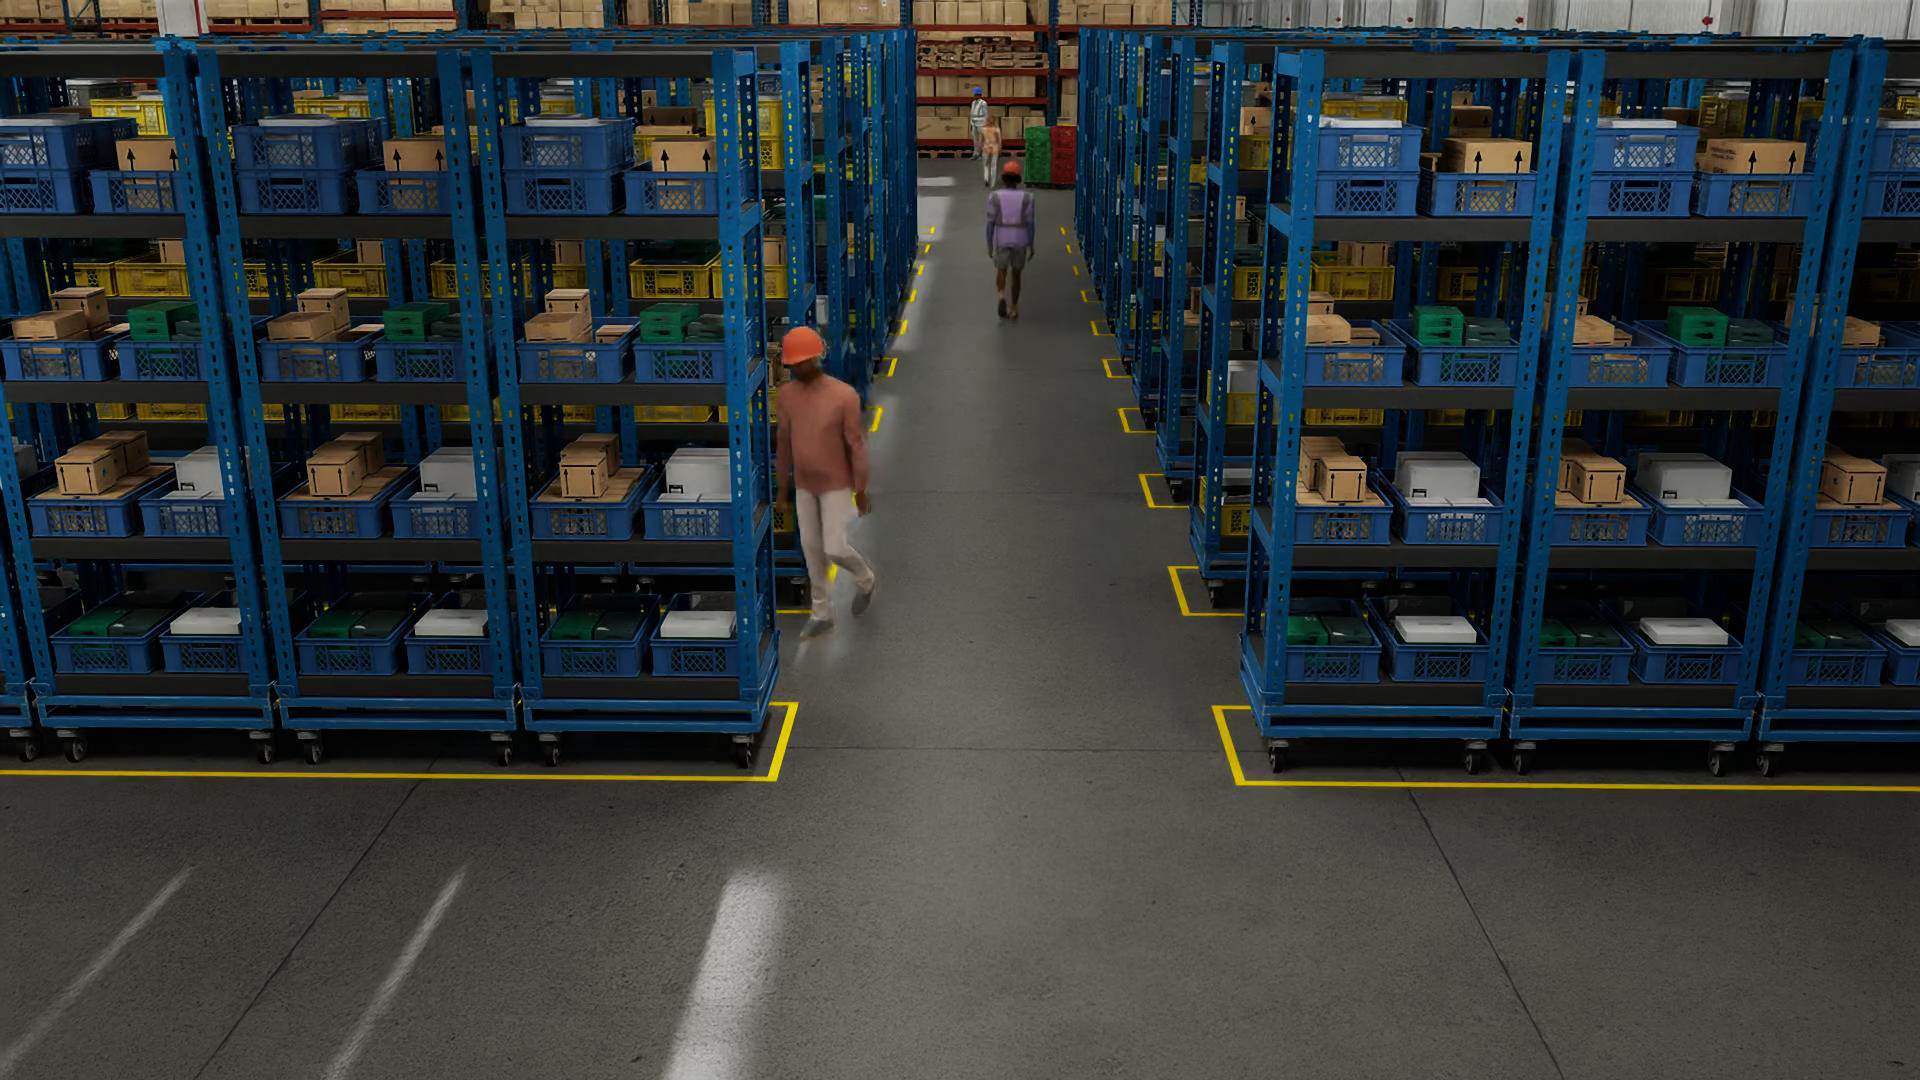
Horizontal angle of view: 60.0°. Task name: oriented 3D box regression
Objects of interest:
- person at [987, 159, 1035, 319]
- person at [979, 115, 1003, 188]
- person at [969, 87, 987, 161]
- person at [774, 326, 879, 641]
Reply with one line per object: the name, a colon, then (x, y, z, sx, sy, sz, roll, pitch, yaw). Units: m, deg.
person: (0.650, -3.795, 21.137, 0.615, 2.027, 0.544, 1, 17, 5)
person: (0.712, -8.842, 37.874, 0.524, 1.624, 0.463, 3, 18, 8)
person: (0.488, -11.253, 45.035, 0.394, 1.945, 0.618, -13, 22, -36)
person: (-0.835, -0.359, 10.293, 0.636, 1.967, 0.595, 11, 21, 32)
